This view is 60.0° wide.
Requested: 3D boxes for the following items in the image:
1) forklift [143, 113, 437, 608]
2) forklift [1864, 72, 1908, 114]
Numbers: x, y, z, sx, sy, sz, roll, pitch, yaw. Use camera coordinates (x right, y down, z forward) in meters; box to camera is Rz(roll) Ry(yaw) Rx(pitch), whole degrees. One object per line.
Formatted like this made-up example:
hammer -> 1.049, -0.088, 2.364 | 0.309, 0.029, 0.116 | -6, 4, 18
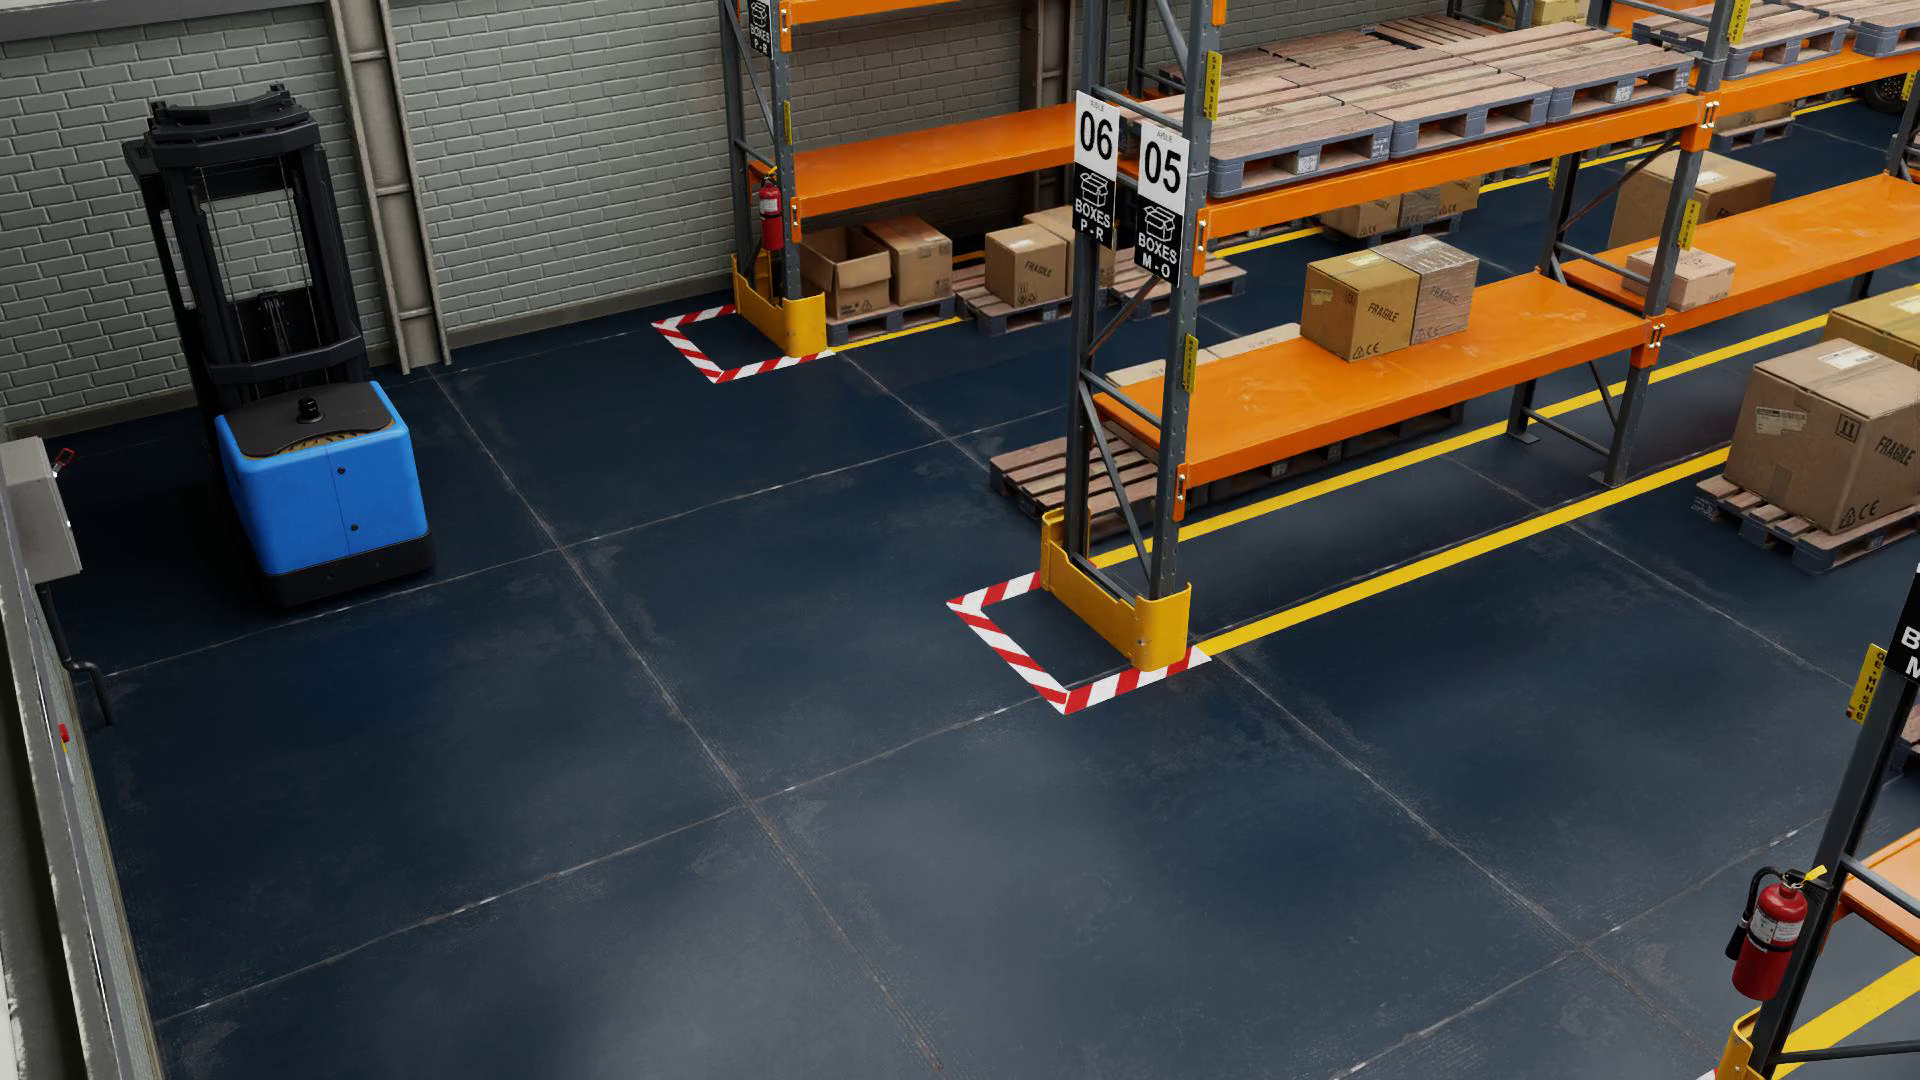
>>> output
forklift -> -4.289, -1.259, 10.509 | 1.129, 2.768, 1.873 | -17, 36, -26
forklift -> 11.468, -5.645, 18.244 | 1.214, 2.155, 2.313 | -17, 36, -26
